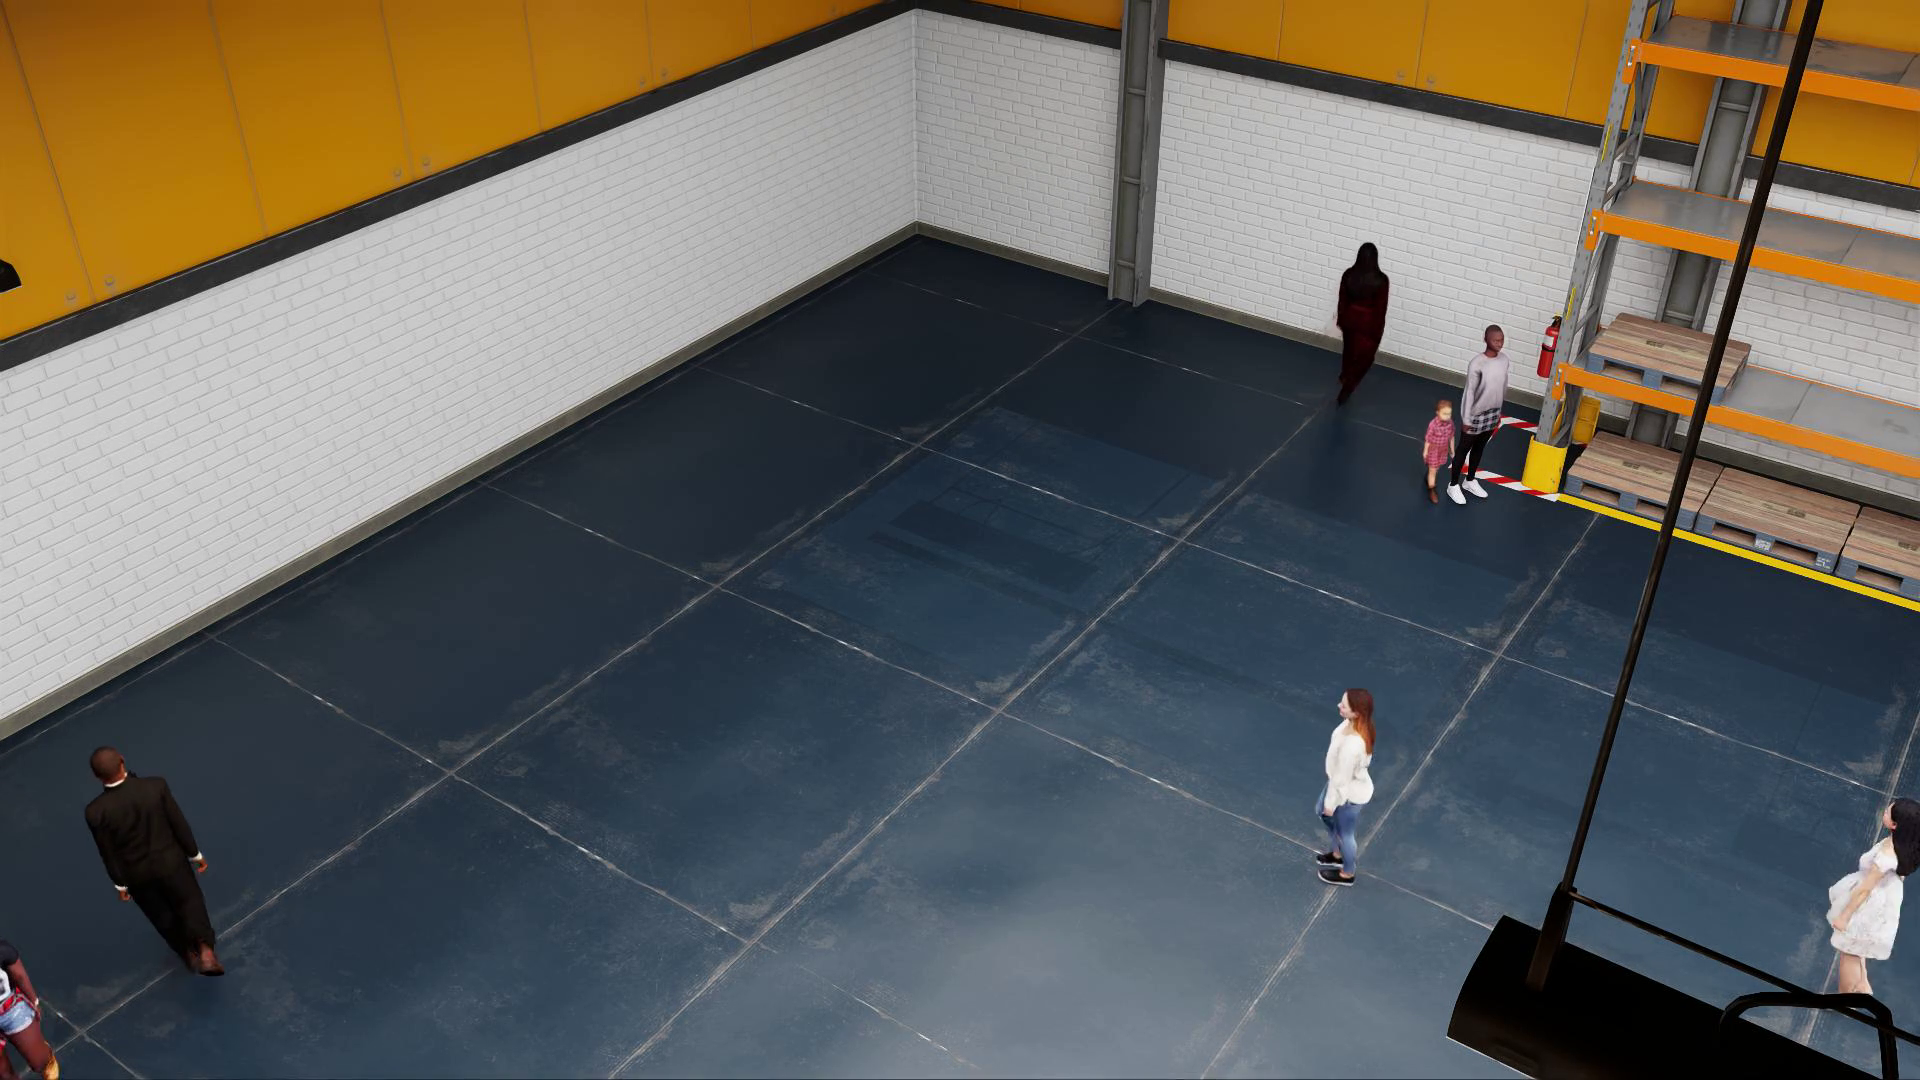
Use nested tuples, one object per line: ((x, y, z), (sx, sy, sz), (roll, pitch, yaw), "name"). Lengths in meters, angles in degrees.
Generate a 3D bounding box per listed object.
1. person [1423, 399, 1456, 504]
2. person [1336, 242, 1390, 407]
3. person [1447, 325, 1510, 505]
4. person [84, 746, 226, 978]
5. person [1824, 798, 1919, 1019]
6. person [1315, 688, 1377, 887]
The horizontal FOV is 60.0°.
((4.519, -0.901, 15.713), (0.626, 1.019, 0.699), (-7, 34, -10), "person")
((4.069, -2.161, 16.968), (0.943, 1.728, 0.711), (20, 39, 27), "person")
((4.833, -1.190, 15.467), (0.698, 1.772, 0.696), (-16, 37, -22), "person")
((-5.033, 2.094, 10.424), (0.881, 1.885, 1.059), (-21, 39, -28), "person")
((5.642, 2.330, 10.181), (0.703, 1.761, 0.786), (-27, 42, -34), "person")
((2.698, 1.698, 11.209), (0.676, 1.676, 0.697), (12, 35, 17), "person")
